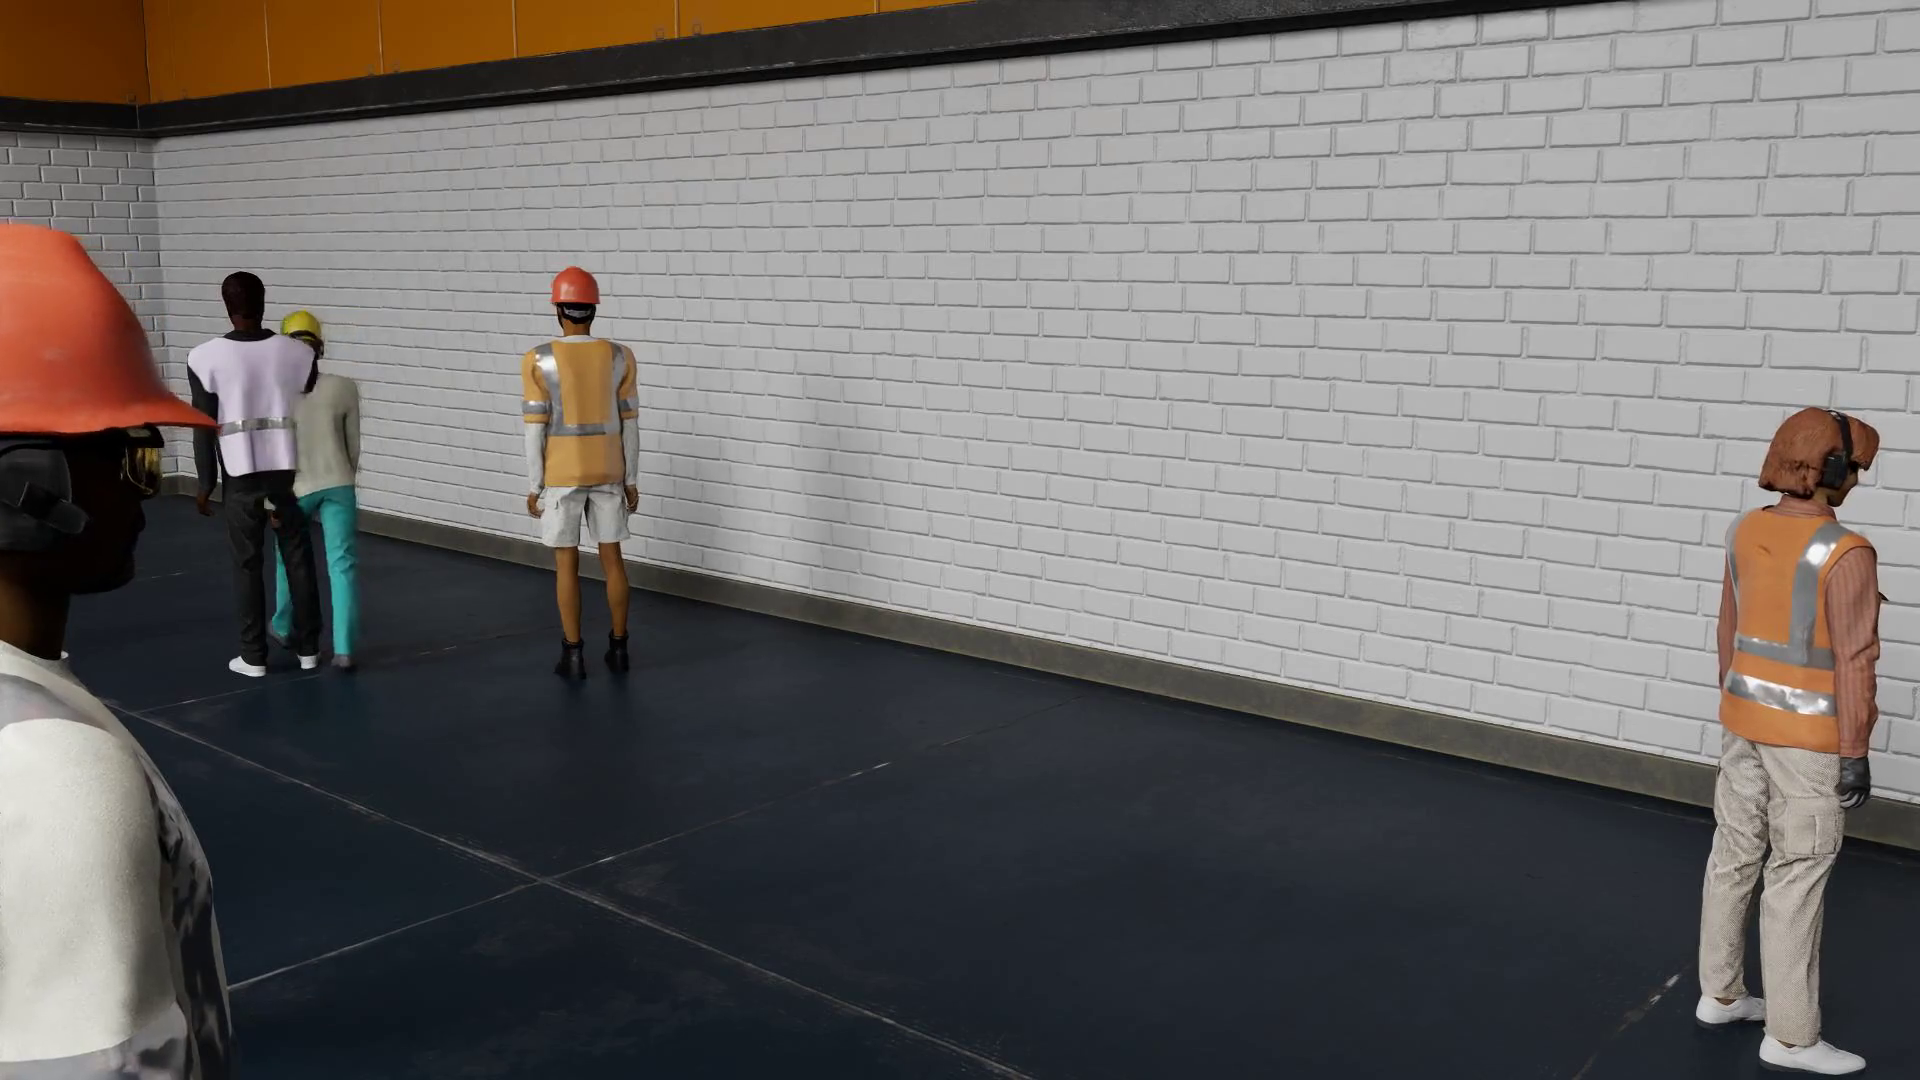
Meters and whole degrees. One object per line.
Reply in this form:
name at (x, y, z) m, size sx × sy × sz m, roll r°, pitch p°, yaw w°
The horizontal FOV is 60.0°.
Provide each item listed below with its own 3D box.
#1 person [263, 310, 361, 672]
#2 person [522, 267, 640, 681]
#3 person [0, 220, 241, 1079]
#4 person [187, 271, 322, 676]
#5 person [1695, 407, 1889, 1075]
person at (-3.174, -0.248, 8.108) m, size 0.529 × 1.716 × 0.926 m, roll -7°, pitch 12°, yaw -35°
person at (-1.773, -0.299, 7.842) m, size 0.552 × 1.938 × 0.439 m, roll -5°, pitch 11°, yaw -27°
person at (-0.832, 0.736, 1.584) m, size 0.608 × 2.045 × 0.369 m, roll 8°, pitch 13°, yaw 40°
person at (-3.311, -0.305, 7.883) m, size 0.587 × 1.913 × 0.391 m, roll -7°, pitch 12°, yaw -35°
person at (2.061, 0.490, 4.132) m, size 0.309 × 1.640 × 0.513 m, roll -2°, pitch 10°, yaw -11°
